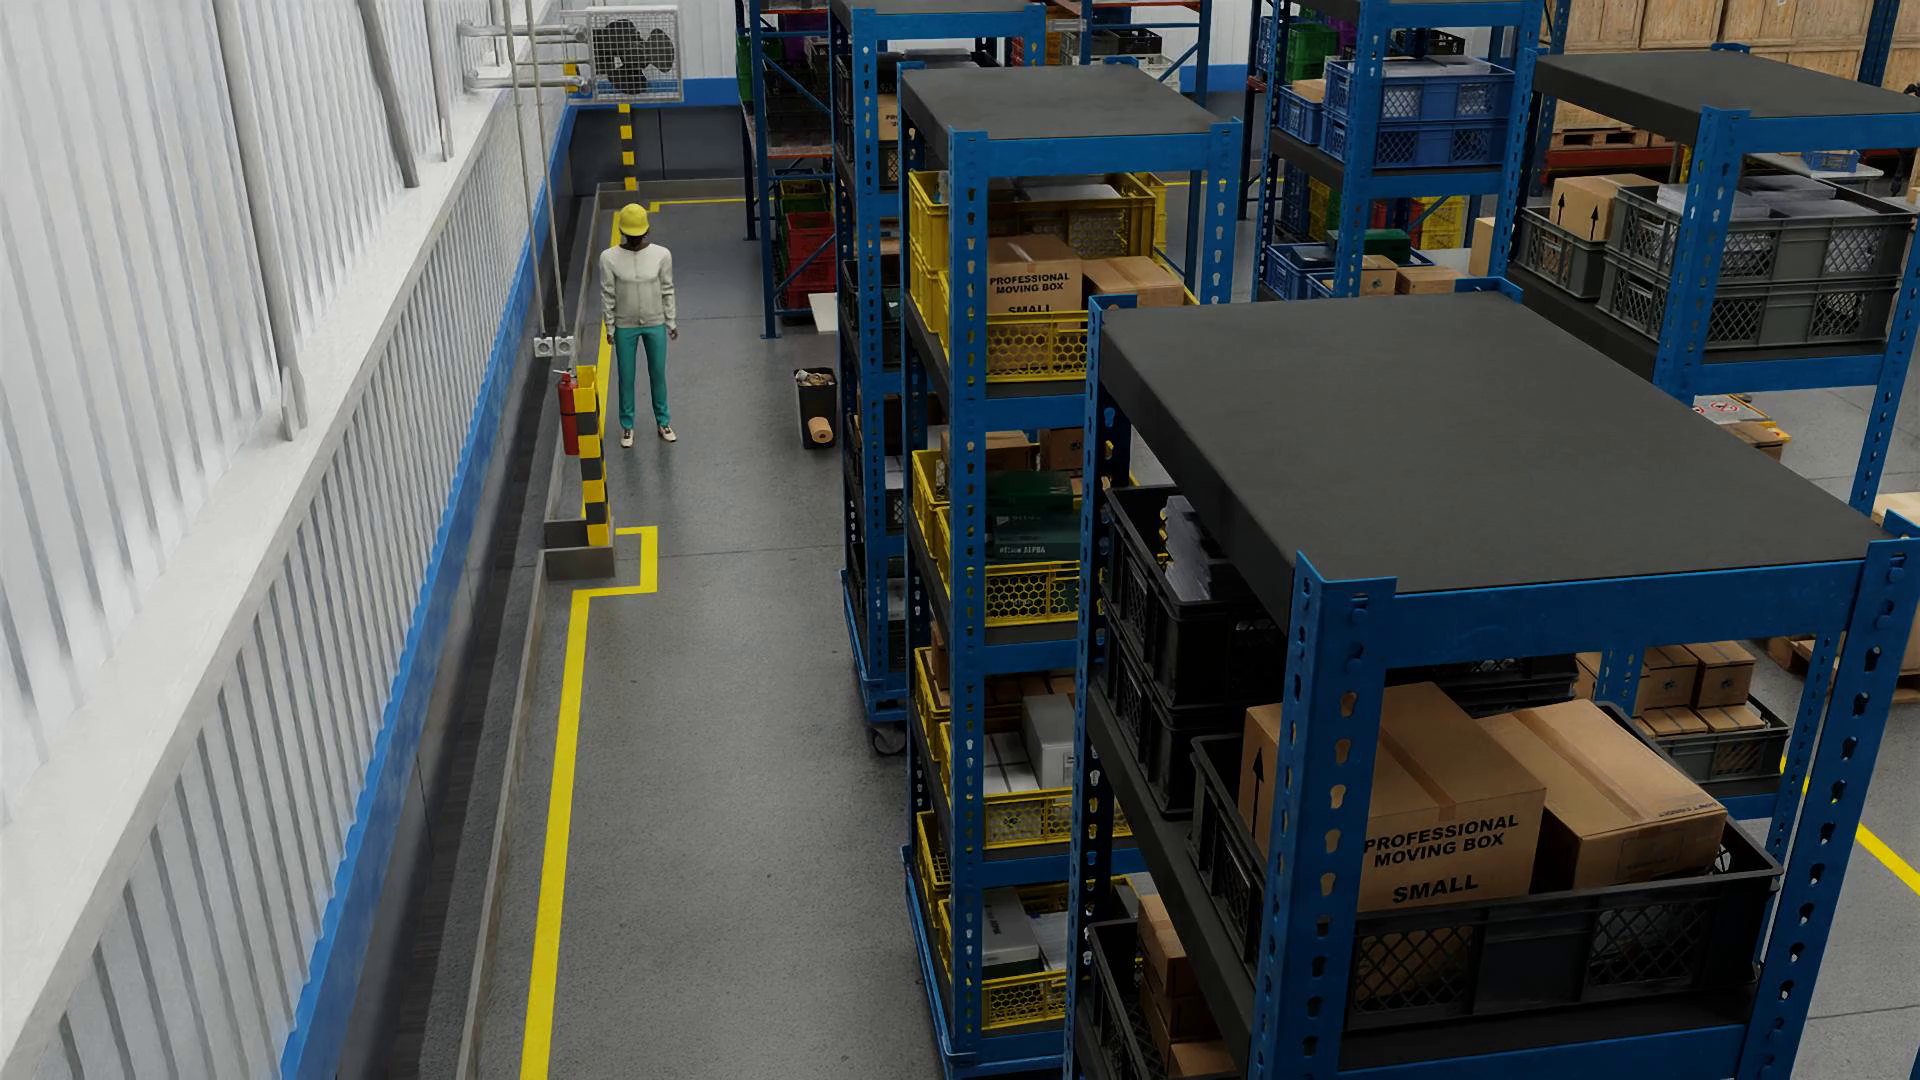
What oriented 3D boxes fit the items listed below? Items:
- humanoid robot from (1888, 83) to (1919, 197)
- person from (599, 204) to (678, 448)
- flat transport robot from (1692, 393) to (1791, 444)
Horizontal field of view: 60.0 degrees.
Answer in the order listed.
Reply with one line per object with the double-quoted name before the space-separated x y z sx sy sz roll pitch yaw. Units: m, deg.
"humanoid robot" 10.487 -4.402 18.166 0.588 1.657 0.328 16 29 32
"person" -2.270 -1.524 11.829 0.523 1.760 0.323 -8 26 -17
"flat transport robot" 5.224 -0.859 12.132 1.431 0.197 0.652 -4 25 -8
